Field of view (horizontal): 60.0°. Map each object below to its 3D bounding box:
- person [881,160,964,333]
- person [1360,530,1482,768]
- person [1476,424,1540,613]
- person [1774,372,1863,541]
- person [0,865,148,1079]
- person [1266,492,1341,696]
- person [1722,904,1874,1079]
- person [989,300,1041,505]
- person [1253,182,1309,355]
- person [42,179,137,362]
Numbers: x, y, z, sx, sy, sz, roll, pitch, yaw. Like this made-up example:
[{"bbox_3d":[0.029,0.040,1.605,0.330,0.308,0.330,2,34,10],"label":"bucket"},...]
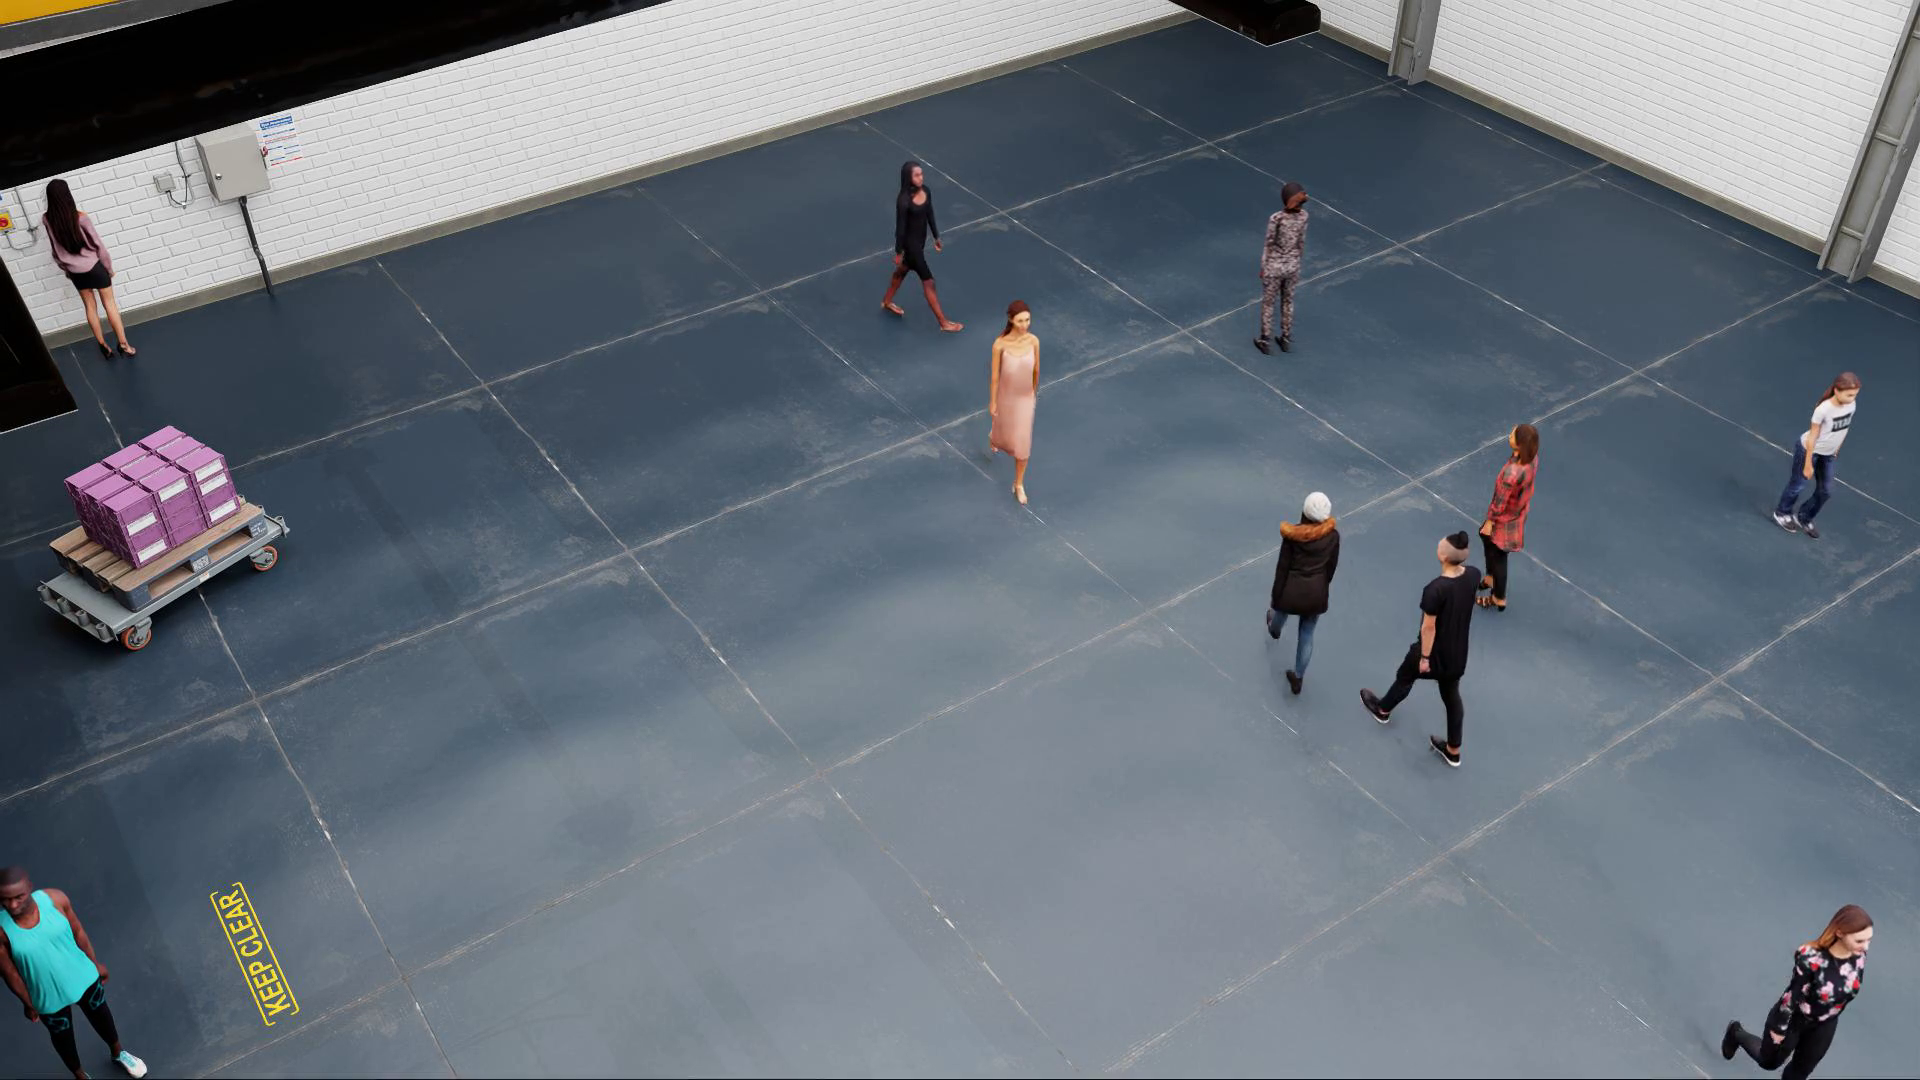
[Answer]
[{"bbox_3d":[-0.504,-2.799,15.798,1.263,1.669,0.968,20,43,23],"label":"person"},{"bbox_3d":[3.296,0.763,11.216,0.699,1.819,1.070,-23,44,-26],"label":"person"},{"bbox_3d":[4.173,-0.131,12.441,0.731,1.689,0.720,24,45,27],"label":"person"},{"bbox_3d":[6.821,-0.745,13.329,0.666,1.540,0.722,-10,40,-12],"label":"person"},{"bbox_3d":[-4.949,2.420,9.149,0.587,1.810,0.646,29,47,31],"label":"person"},{"bbox_3d":[2.452,0.414,11.832,0.970,1.597,1.110,-1,39,-1],"label":"person"},{"bbox_3d":[4.576,2.546,9.106,0.806,1.667,0.961,-6,39,-8],"label":"person"},{"bbox_3d":[0.406,-1.185,13.662,0.811,1.812,1.050,-9,40,-12],"label":"person"},{"bbox_3d":[2.980,-2.519,15.410,0.618,1.715,0.630,-12,40,-15],"label":"person"},{"bbox_3d":[-8.016,-2.468,15.270,0.705,1.811,0.716,-1,39,-1],"label":"person"}]
